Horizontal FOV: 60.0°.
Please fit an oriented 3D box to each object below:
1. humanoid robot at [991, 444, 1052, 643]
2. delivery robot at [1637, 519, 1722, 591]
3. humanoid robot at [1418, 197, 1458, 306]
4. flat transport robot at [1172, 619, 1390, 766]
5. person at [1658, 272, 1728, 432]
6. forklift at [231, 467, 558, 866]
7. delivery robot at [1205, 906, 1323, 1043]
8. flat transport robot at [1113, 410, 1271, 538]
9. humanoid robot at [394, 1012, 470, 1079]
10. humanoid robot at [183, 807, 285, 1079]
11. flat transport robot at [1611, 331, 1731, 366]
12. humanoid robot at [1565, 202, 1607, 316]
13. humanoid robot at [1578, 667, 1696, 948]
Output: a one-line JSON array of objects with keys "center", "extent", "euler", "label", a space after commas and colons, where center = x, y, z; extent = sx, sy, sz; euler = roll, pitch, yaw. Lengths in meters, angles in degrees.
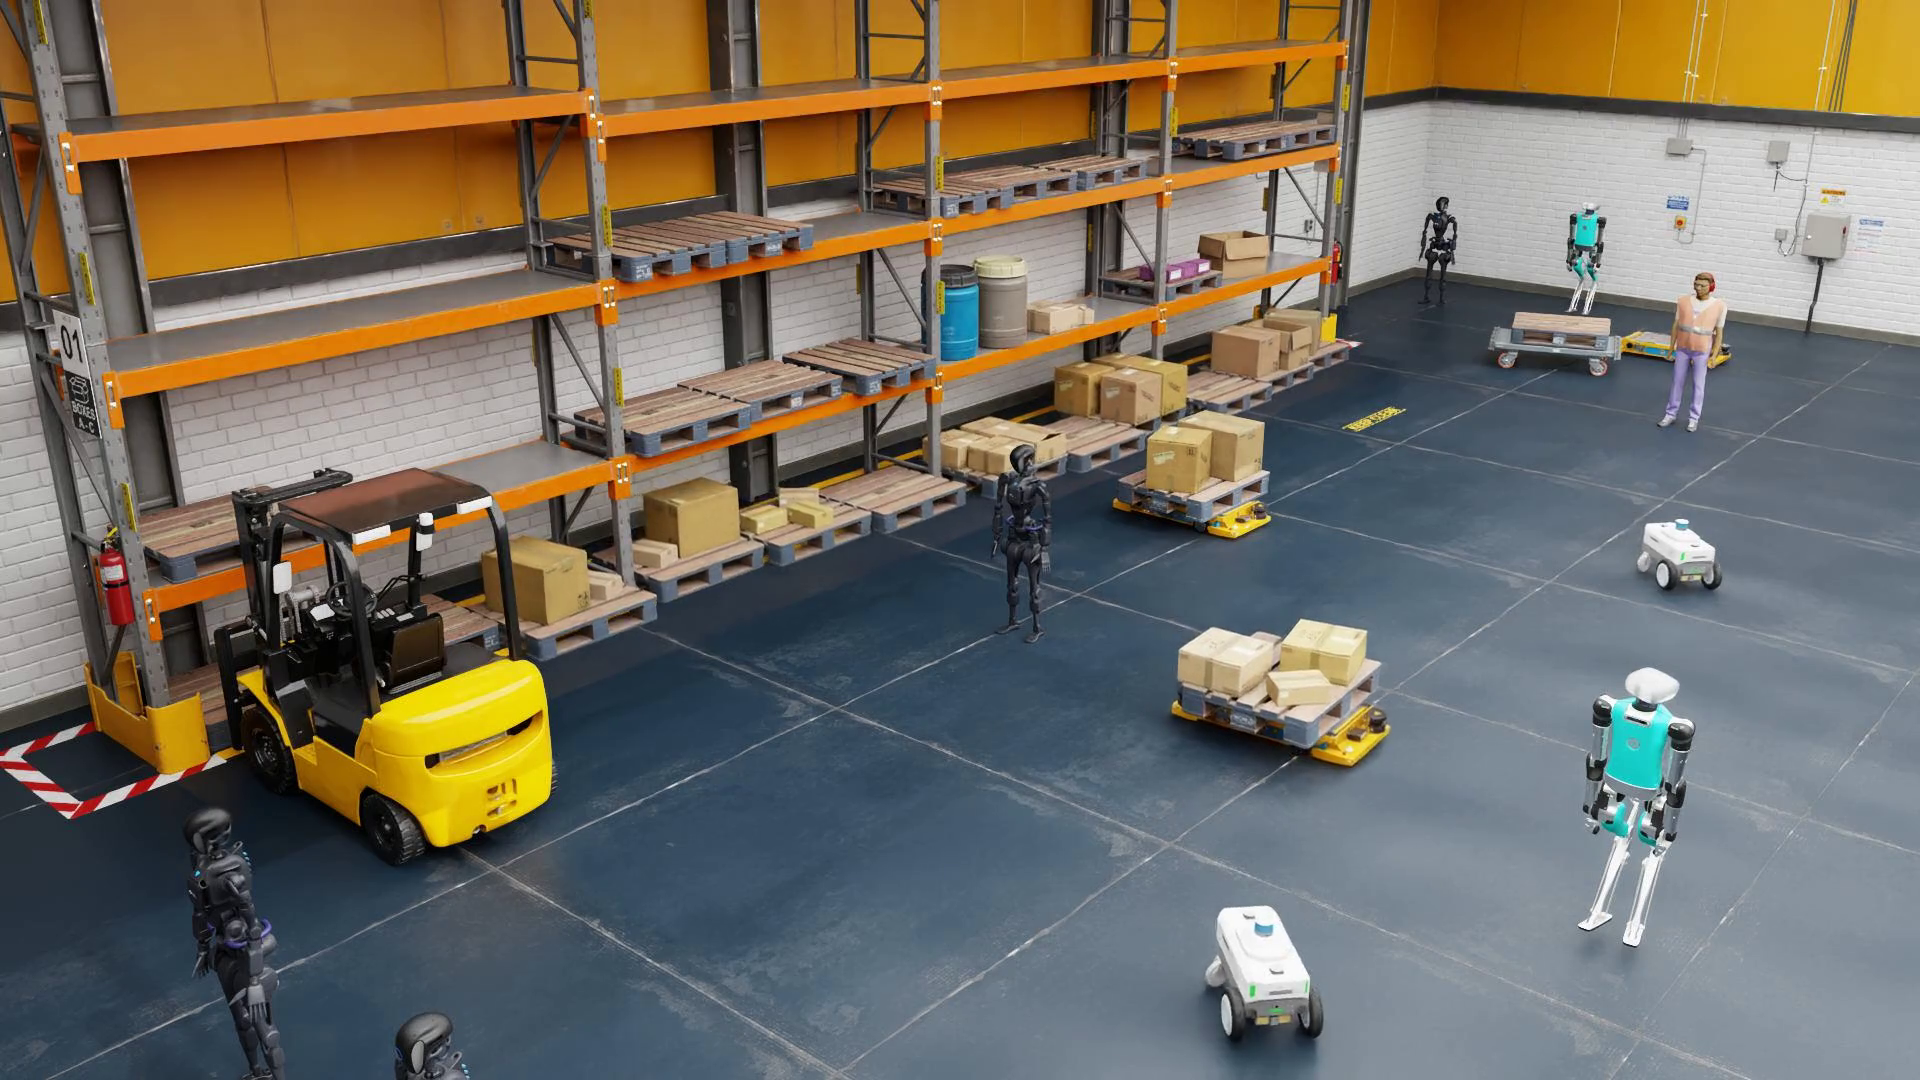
[{"center": [0.515, 0.020, 13.449], "extent": [0.599, 1.653, 0.315], "euler": [17, 26, 38], "label": "humanoid robot"}, {"center": [6.393, 0.126, 14.807], "extent": [0.524, 0.602, 0.774], "euler": [-2, 20, -6], "label": "delivery robot"}, {"center": [7.349, -4.434, 25.517], "extent": [0.599, 1.653, 0.315], "euler": [17, 26, 38], "label": "humanoid robot"}, {"center": [2.336, 1.264, 12.126], "extent": [1.431, 0.231, 0.659], "euler": [14, 25, 34], "label": "flat transport robot"}, {"center": [8.464, -2.177, 19.170], "extent": [0.564, 1.847, 0.388], "euler": [17, 26, 38], "label": "person"}, {"center": [-3.730, 0.710, 10.856], "extent": [2.313, 2.155, 1.214], "euler": [17, 26, 38], "label": "forklift"}, {"center": [1.607, 2.308, 8.895], "extent": [0.524, 0.602, 0.774], "euler": [-2, 20, -6], "label": "delivery robot"}, {"center": [2.289, -0.330, 16.444], "extent": [1.431, 0.231, 0.659], "euler": [17, 26, 38], "label": "flat transport robot"}, {"center": [-2.005, 2.567, 6.542], "extent": [0.599, 1.657, 0.315], "euler": [17, 26, 38], "label": "humanoid robot"}, {"center": [-3.488, 2.024, 8.019], "extent": [0.599, 1.653, 0.315], "euler": [17, 26, 38], "label": "humanoid robot"}, {"center": [9.639, -2.604, 22.606], "extent": [1.431, 0.231, 0.659], "euler": [17, 26, 38], "label": "flat transport robot"}, {"center": [9.290, -4.178, 24.559], "extent": [0.533, 1.677, 0.735], "euler": [17, 26, 38], "label": "humanoid robot"}, {"center": [3.828, 1.449, 9.318], "extent": [0.533, 1.673, 0.735], "euler": [17, 26, 38], "label": "humanoid robot"}]
